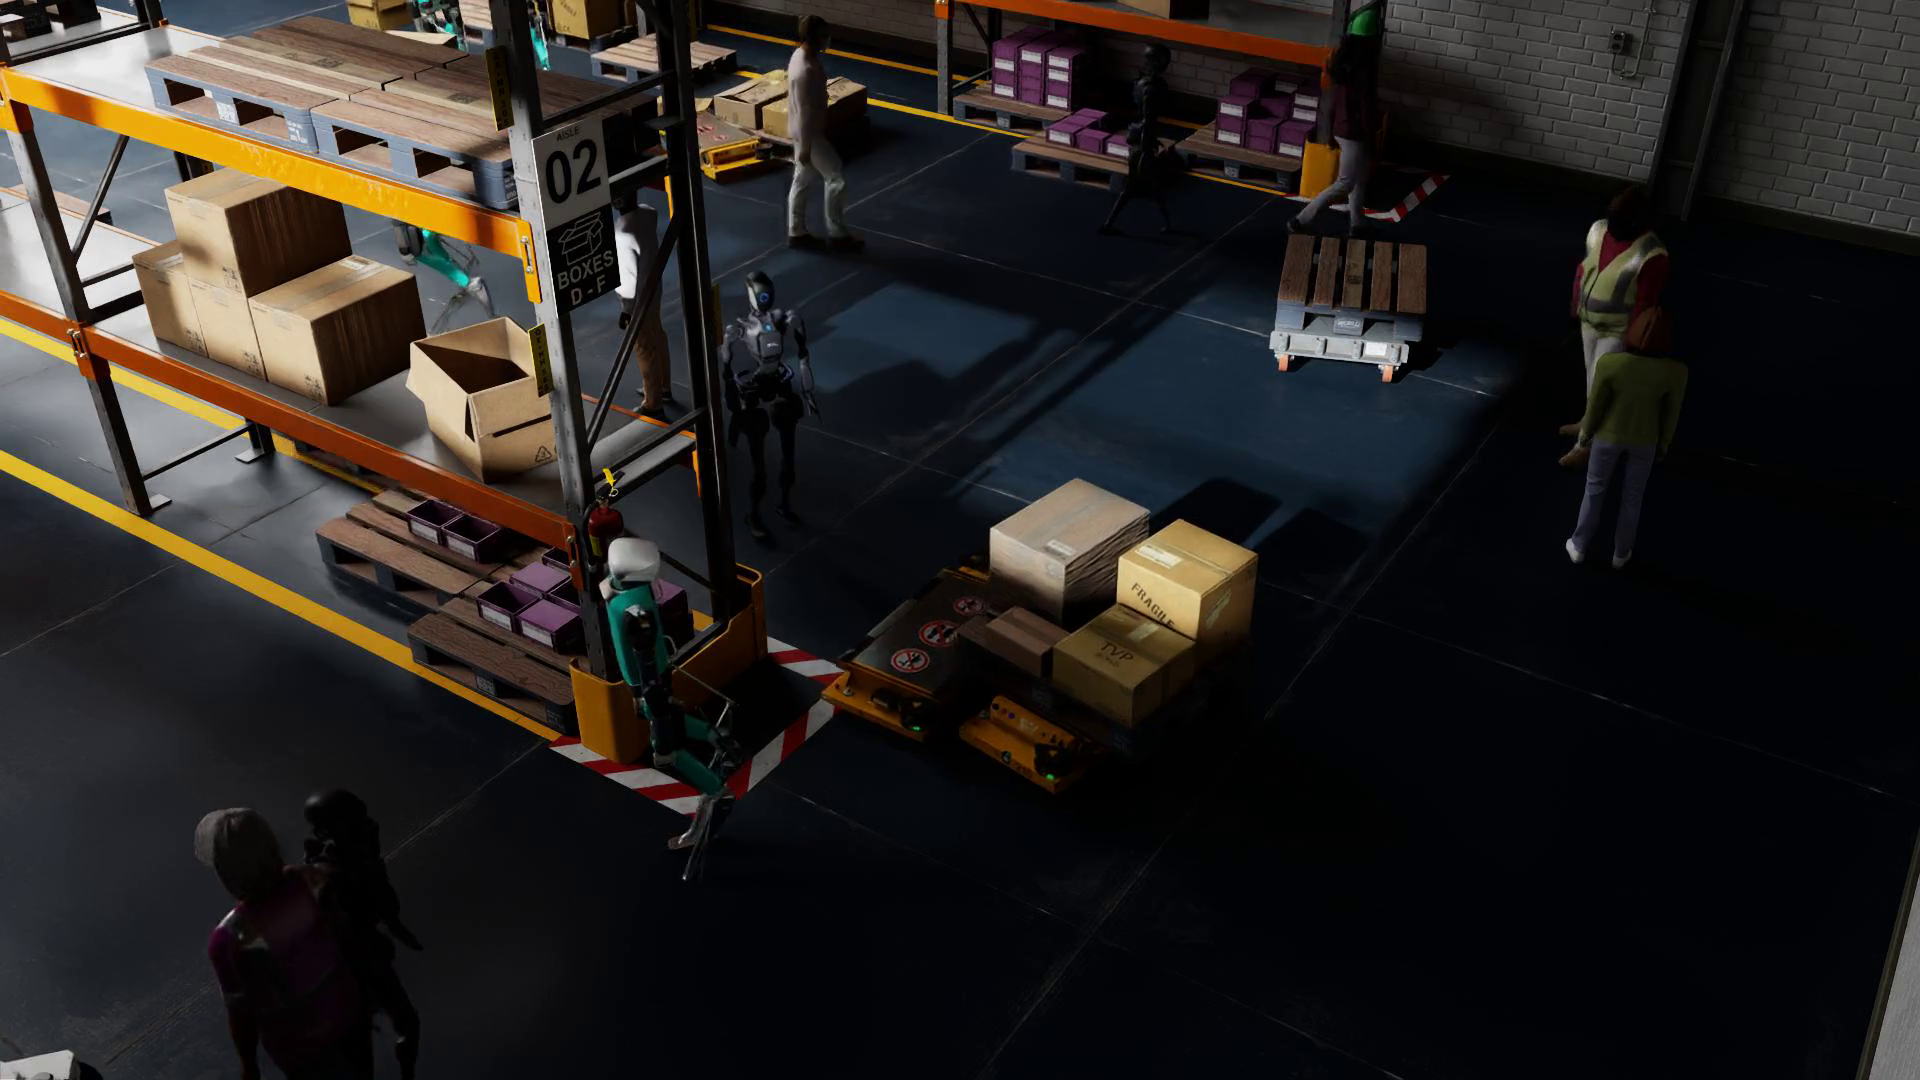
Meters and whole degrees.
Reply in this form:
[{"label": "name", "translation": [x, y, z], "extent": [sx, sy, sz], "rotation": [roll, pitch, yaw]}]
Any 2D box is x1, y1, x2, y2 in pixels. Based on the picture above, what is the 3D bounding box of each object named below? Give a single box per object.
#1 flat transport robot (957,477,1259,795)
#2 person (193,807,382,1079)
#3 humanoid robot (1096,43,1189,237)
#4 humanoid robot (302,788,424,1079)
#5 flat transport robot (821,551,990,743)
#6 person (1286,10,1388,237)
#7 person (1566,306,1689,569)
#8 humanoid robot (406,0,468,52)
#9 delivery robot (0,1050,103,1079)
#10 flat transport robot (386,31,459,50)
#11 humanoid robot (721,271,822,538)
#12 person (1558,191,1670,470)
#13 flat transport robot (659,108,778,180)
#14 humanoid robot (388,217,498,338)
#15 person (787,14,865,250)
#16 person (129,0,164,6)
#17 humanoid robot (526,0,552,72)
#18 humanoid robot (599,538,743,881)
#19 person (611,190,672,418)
[{"label": "flat transport robot", "translation": [0.711, 0.775, 8.681], "extent": [0.659, 0.231, 1.431], "rotation": [27, 42, 35]}, {"label": "person", "translation": [-2.256, 1.705, 5.867], "extent": [0.943, 1.795, 0.515], "rotation": [11, 35, 17]}, {"label": "humanoid robot", "translation": [1.528, -3.253, 13.622], "extent": [0.771, 1.623, 0.609], "rotation": [7, 34, 10]}, {"label": "humanoid robot", "translation": [-2.247, 1.579, 6.166], "extent": [0.374, 1.646, 0.589], "rotation": [1, 33, 2]}, {"label": "flat transport robot", "translation": [-0.065, 0.552, 9.025], "extent": [0.659, 0.231, 1.431], "rotation": [20, 38, 27]}, {"label": "person", "translation": [3.134, -3.307, 13.447], "extent": [0.879, 1.916, 0.490], "rotation": [-6, 34, -9]}, {"label": "person", "translation": [3.800, -0.574, 9.502], "extent": [0.499, 1.633, 0.282], "rotation": [10, 34, 14]}, {"label": "humanoid robot", "translation": [-4.900, -4.893, 16.124], "extent": [1.004, 1.747, 0.548], "rotation": [25, 40, 33]}, {"label": "delivery robot", "translation": [-3.644, 2.195, 6.255], "extent": [0.785, 0.614, 0.520], "rotation": [-9, 34, -14]}, {"label": "flat transport robot", "translation": [-5.142, -3.836, 15.770], "extent": [1.431, 0.231, 0.659], "rotation": [7, 34, 10]}, {"label": "humanoid robot", "translation": [-1.117, -0.807, 9.820], "extent": [0.585, 1.654, 0.329], "rotation": [-17, 37, -25]}, {"label": "person", "translation": [4.082, -1.354, 10.548], "extent": [0.618, 1.814, 0.631], "rotation": [-11, 35, -16]}, {"label": "flat transport robot", "translation": [-2.358, -3.732, 15.610], "extent": [0.659, 0.231, 1.431], "rotation": [-21, 39, -29]}, {"label": "humanoid robot", "translation": [-3.601, -2.156, 11.853], "extent": [0.959, 1.778, 0.558], "rotation": [5, 33, 8]}, {"label": "person", "translation": [-1.083, -3.254, 13.367], "extent": [0.785, 1.911, 0.660], "rotation": [-3, 33, -5]}, {"label": "person", "translation": [-9.847, -7.244, 19.642], "extent": [0.745, 1.756, 0.439], "rotation": [-24, 40, -32]}, {"label": "humanoid robot", "translation": [-4.104, -4.749, 15.896], "extent": [0.545, 1.851, 0.768], "rotation": [-18, 37, -25]}, {"label": "humanoid robot", "translation": [-1.182, 0.750, 7.401], "extent": [0.667, 1.833, 0.539], "rotation": [-12, 35, -18]}, {"label": "person", "translation": [-2.155, -1.639, 11.038], "extent": [0.334, 1.742, 0.561], "rotation": [5, 33, 7]}]
